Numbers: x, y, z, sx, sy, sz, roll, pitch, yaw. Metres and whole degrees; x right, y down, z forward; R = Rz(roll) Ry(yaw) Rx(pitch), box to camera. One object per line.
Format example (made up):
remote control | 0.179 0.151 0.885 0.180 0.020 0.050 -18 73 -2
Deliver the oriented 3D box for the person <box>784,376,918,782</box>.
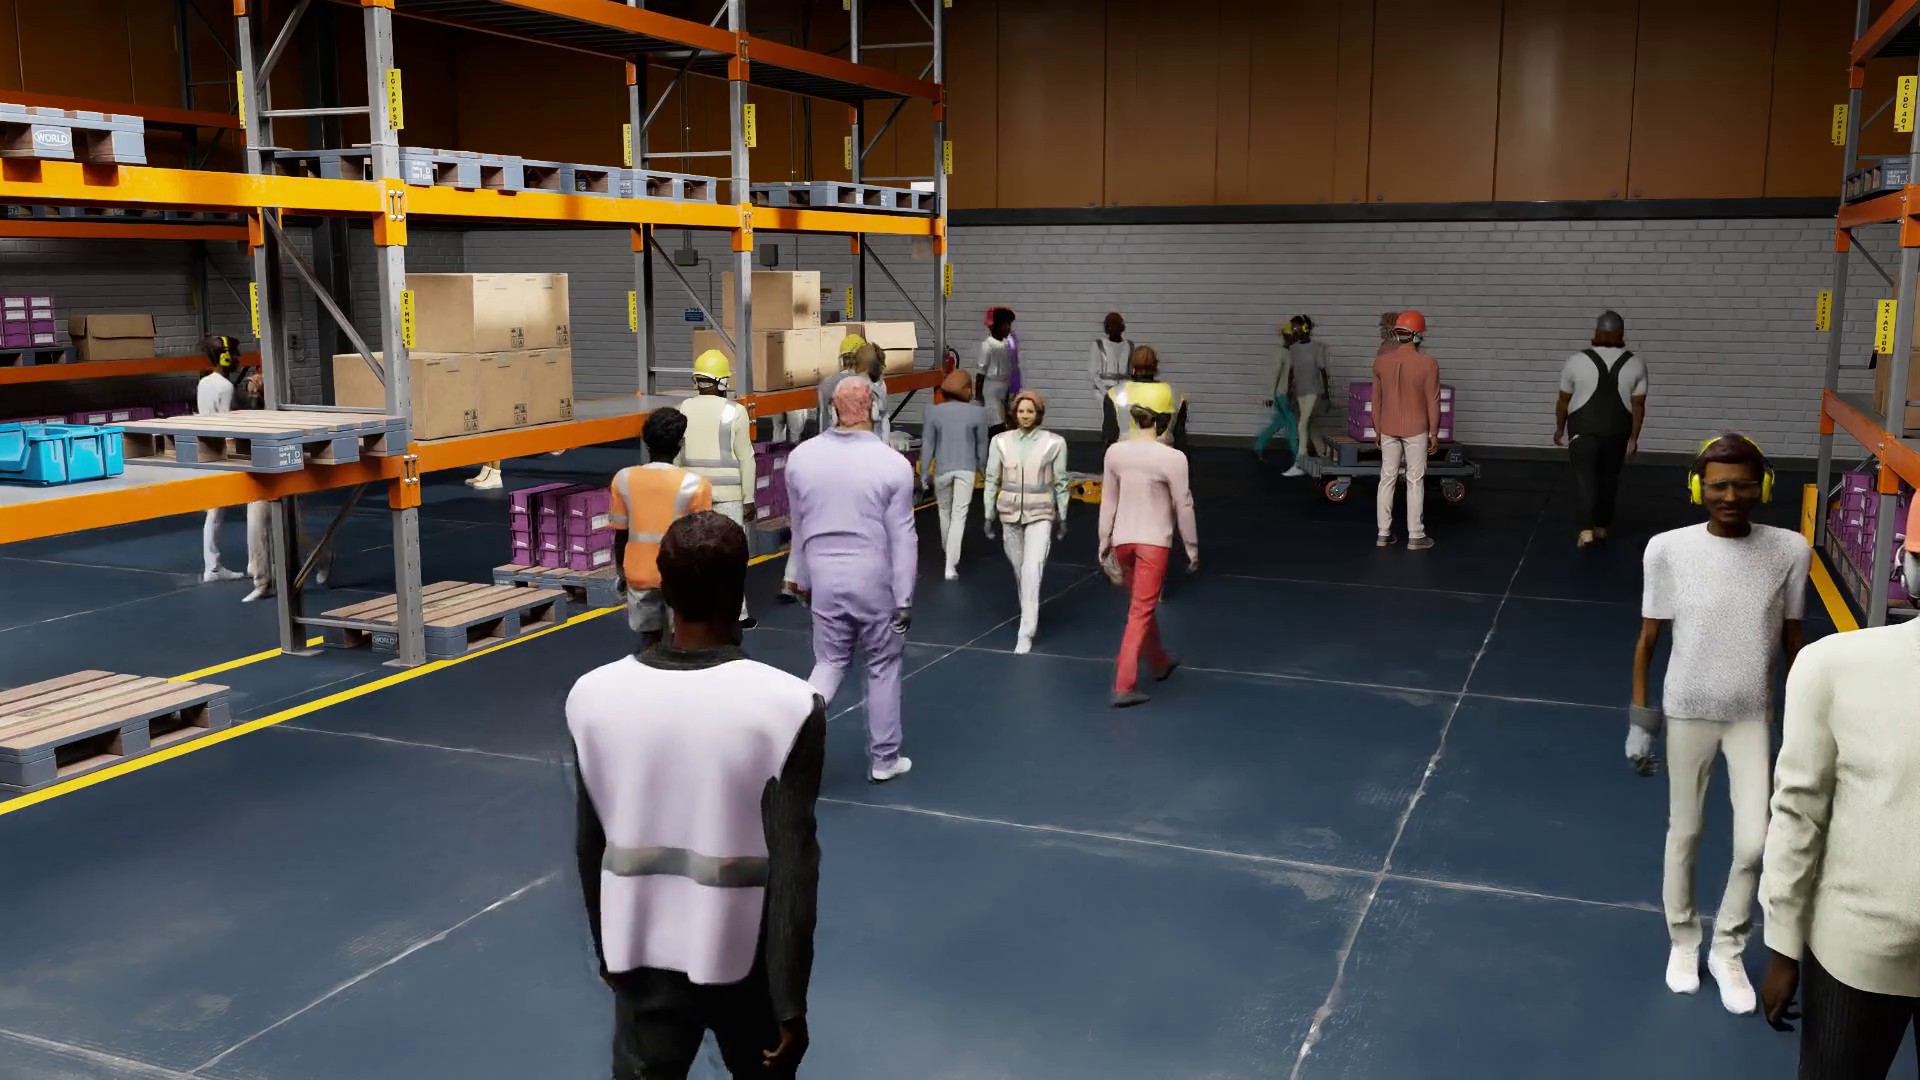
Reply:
person | -0.498 0.210 7.462 0.654 1.879 0.676 4 10 21

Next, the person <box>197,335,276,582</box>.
person | -5.469 -0.615 12.580 0.514 1.848 0.712 7 12 37

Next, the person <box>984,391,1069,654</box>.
person | 0.424 -0.144 10.486 0.522 1.607 0.872 3 10 16

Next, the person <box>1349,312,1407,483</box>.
person | 4.656 -1.556 18.223 1.003 1.849 0.670 7 12 38

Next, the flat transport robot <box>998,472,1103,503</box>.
flat transport robot | 1.052 -0.566 17.021 1.431 0.197 0.652 8 12 40

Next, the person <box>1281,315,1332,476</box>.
person | 3.996 -1.652 18.933 0.913 1.820 0.543 -7 12 -37

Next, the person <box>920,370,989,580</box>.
person | -0.036 -0.512 12.748 0.505 1.570 0.916 1 9 9

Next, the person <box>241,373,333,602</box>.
person | -4.840 -0.387 11.870 0.522 1.622 0.634 5 10 26

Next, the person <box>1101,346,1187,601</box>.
person | 1.305 -0.497 12.005 0.657 1.788 0.970 -1 9 -9

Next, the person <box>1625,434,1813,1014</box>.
person | 2.412 0.583 5.291 0.550 1.847 0.577 3 10 18

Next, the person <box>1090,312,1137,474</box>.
person | 1.728 -1.583 18.392 0.595 1.858 0.496 -3 10 -18

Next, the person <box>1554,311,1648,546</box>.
person | 5.450 -0.977 14.161 0.686 2.000 1.005 2 10 12

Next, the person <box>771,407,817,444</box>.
person | -1.850 -1.544 18.004 0.635 1.903 0.845 1 9 4

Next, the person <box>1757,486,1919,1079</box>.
person | 1.923 0.835 3.319 0.609 1.996 0.379 2 10 14

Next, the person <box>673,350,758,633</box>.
person | -1.575 -0.303 10.707 0.588 1.834 0.403 3 10 16

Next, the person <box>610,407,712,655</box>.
person | -1.452 0.185 8.194 0.545 1.679 0.408 2 10 12

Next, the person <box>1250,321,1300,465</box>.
person | 3.828 -1.748 19.768 0.871 1.725 0.515 8 12 38

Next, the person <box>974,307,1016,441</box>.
person | 0.284 -1.600 18.277 0.801 1.928 0.620 5 11 28

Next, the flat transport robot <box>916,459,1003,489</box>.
flat transport robot | 0.021 -0.739 18.067 0.652 0.197 1.431 -6 11 -34

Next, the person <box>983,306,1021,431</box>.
person | 0.521 -1.796 19.543 0.451 1.909 0.726 2 10 12

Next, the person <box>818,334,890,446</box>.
person | -0.839 -0.735 13.367 0.596 1.827 0.403 3 10 17

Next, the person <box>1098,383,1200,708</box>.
person | 1.077 0.013 9.116 0.546 1.727 0.875 9 13 43

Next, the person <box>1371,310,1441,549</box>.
person | 3.739 -0.918 13.942 0.612 1.995 0.376 8 12 40

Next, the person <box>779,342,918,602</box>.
person | -0.823 -0.477 11.798 0.651 1.844 1.194 9 13 43

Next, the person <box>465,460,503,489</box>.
person | -5.101 -1.562 17.695 0.381 2.045 0.605 -5 11 -27

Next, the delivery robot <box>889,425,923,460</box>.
delivery robot | -0.703 -1.058 18.862 0.477 0.478 0.707 -7 12 -38

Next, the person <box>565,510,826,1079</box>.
person | -0.561 0.867 3.564 0.600 1.858 1.039 2 10 14
